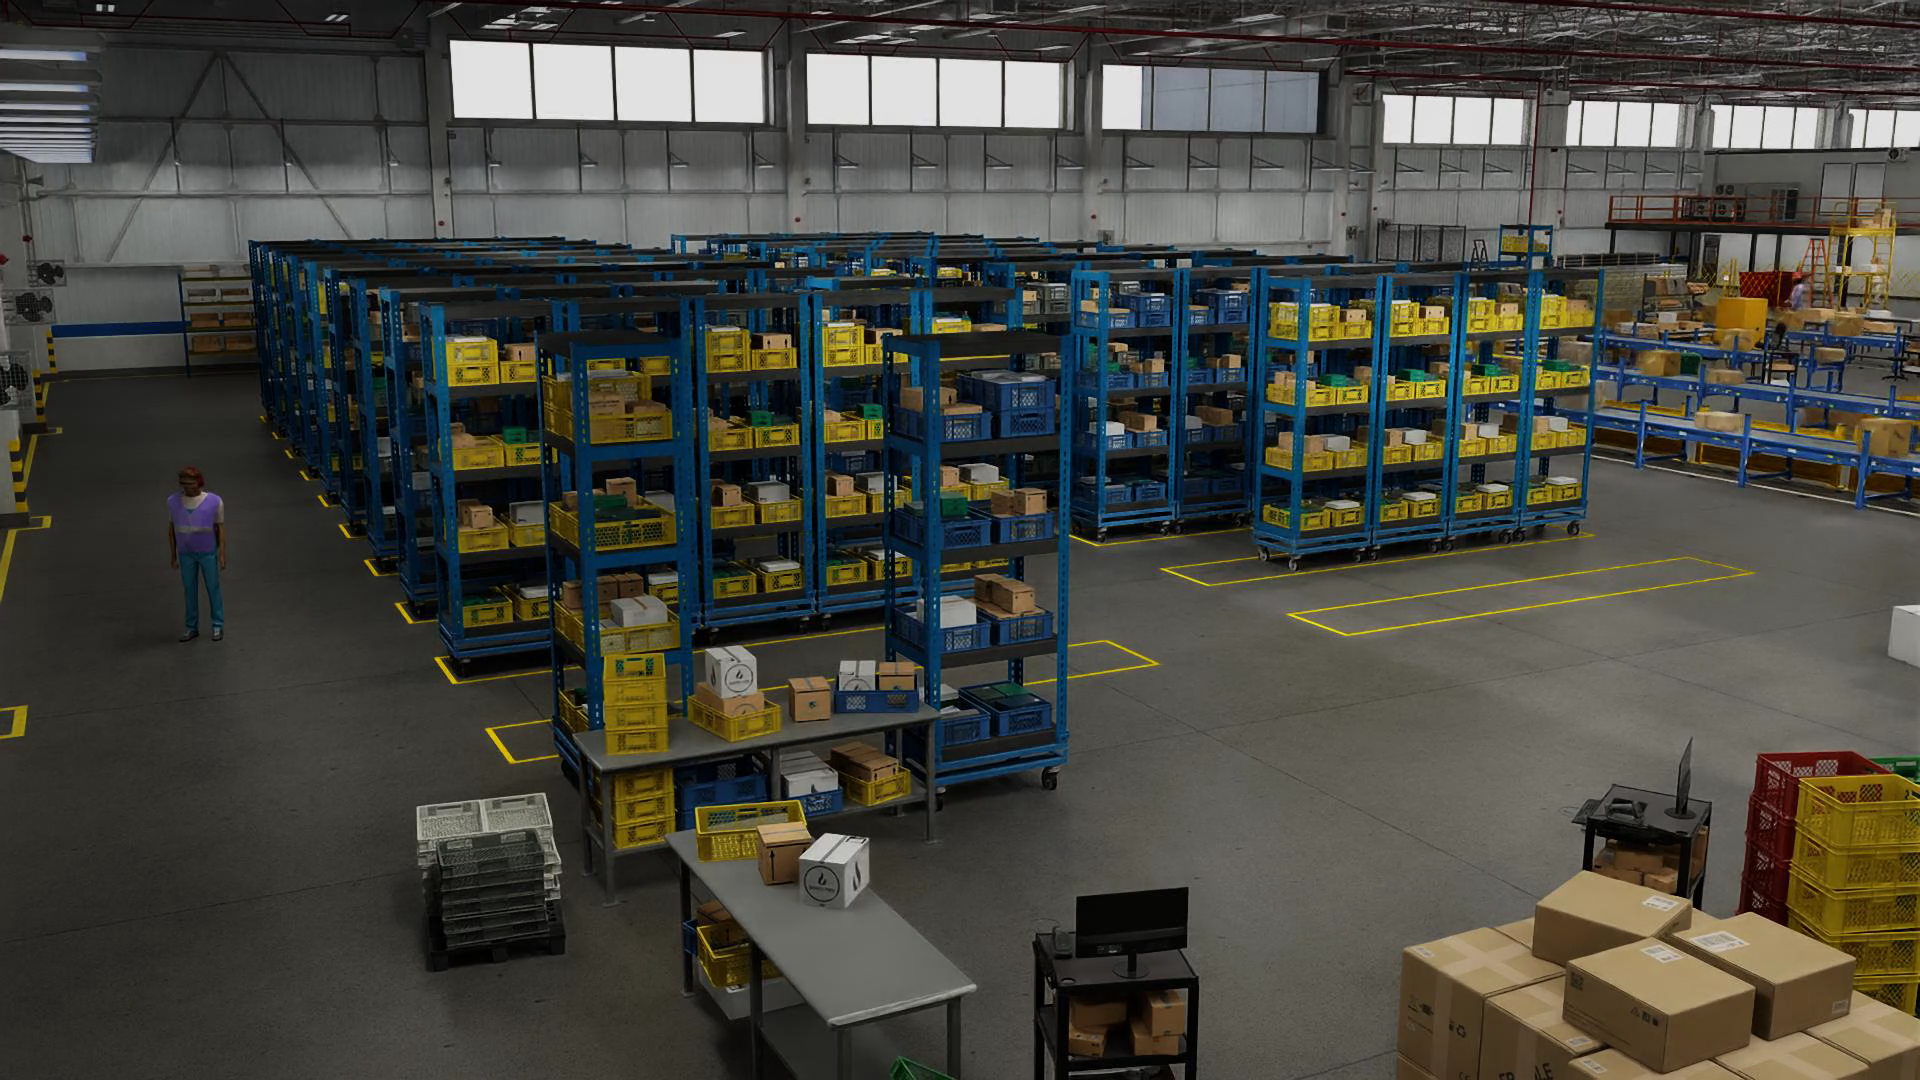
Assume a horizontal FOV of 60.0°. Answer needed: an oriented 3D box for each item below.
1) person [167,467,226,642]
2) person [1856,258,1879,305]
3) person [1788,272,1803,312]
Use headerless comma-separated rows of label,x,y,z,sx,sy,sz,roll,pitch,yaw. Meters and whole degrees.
person,-7.918,0.140,17.305,0.562,1.840,0.390,-1,12,-6
person,36.195,-10.294,66.101,0.578,1.837,0.949,-6,14,-27
person,25.882,-7.279,51.583,0.448,2.028,0.606,3,13,16
